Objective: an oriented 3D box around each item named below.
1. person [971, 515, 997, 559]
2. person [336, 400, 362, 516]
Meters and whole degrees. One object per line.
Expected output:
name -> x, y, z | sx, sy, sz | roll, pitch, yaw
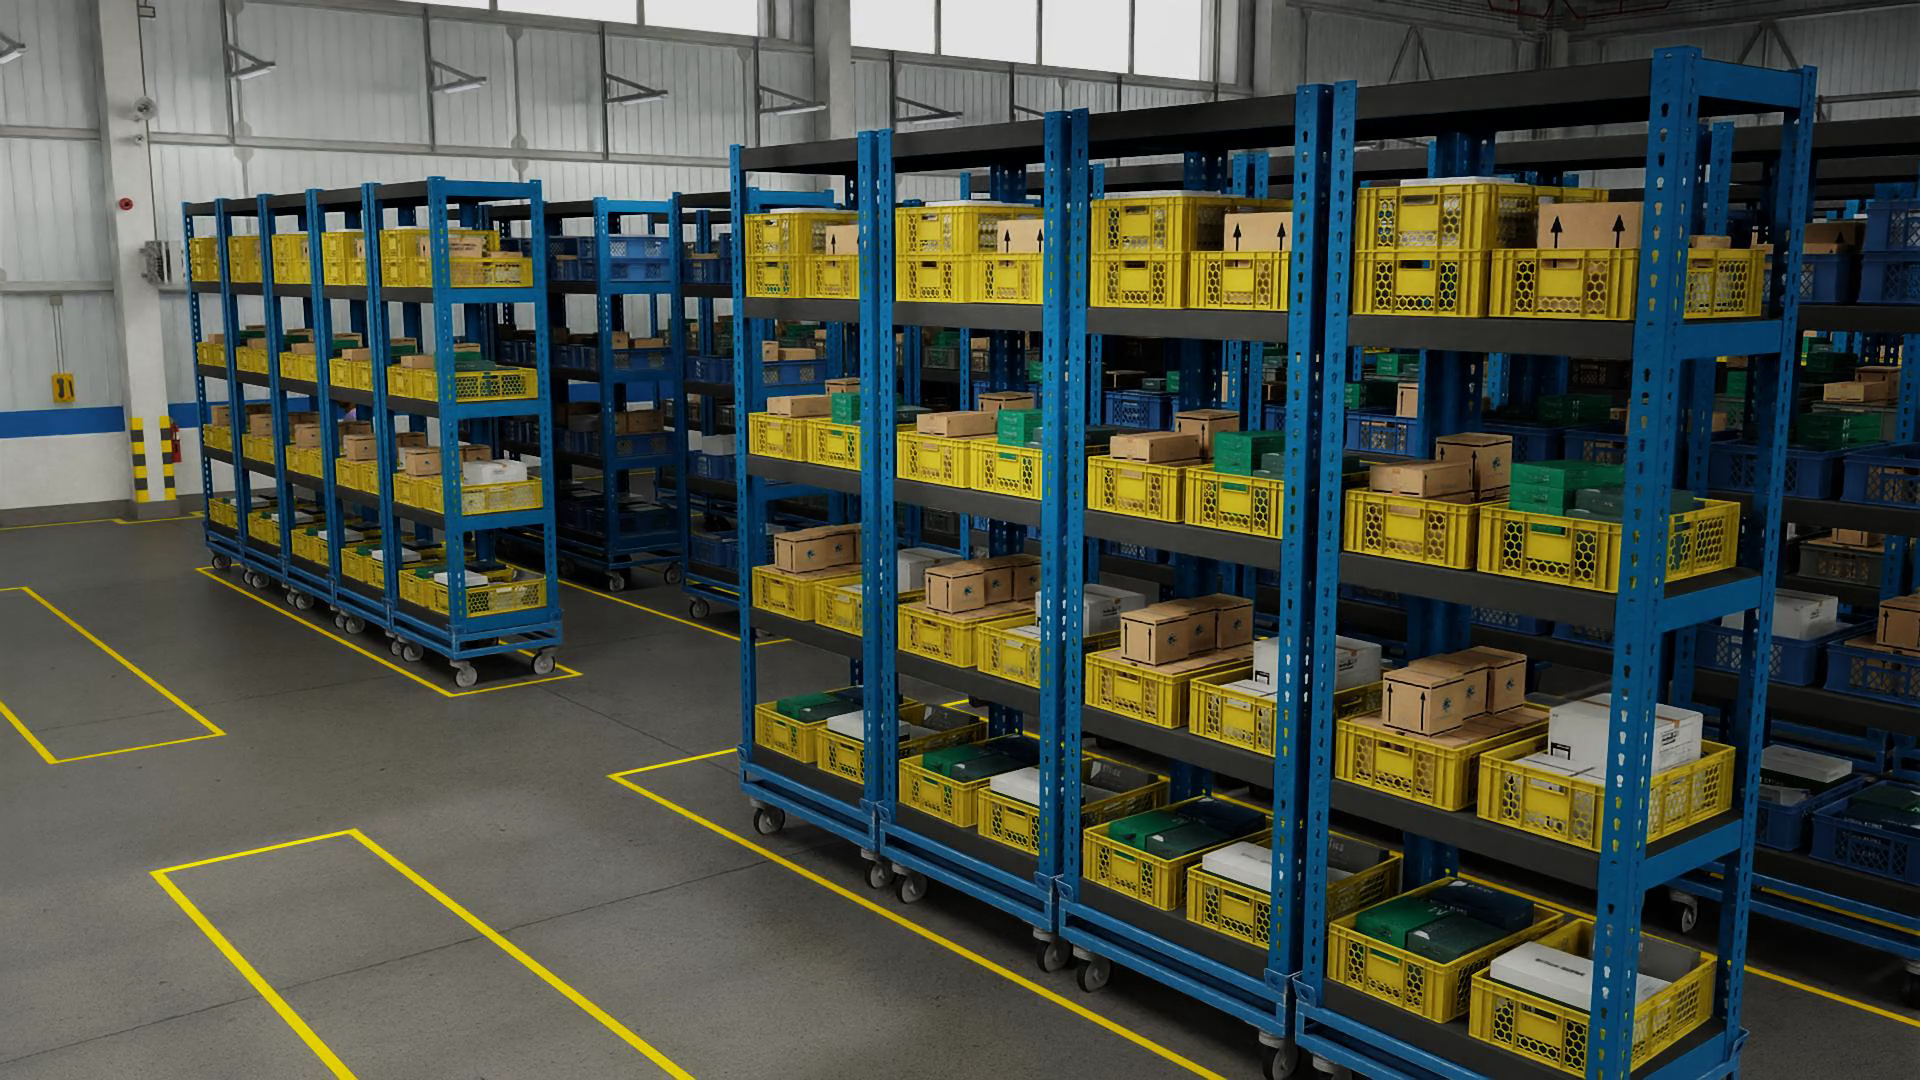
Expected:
person -> 0.288, -0.043, 12.992 | 0.600, 1.830, 0.403 | -3, 10, -19
person -> -6.110, -0.690, 16.894 | 0.388, 1.837, 0.560 | -4, 10, -20
